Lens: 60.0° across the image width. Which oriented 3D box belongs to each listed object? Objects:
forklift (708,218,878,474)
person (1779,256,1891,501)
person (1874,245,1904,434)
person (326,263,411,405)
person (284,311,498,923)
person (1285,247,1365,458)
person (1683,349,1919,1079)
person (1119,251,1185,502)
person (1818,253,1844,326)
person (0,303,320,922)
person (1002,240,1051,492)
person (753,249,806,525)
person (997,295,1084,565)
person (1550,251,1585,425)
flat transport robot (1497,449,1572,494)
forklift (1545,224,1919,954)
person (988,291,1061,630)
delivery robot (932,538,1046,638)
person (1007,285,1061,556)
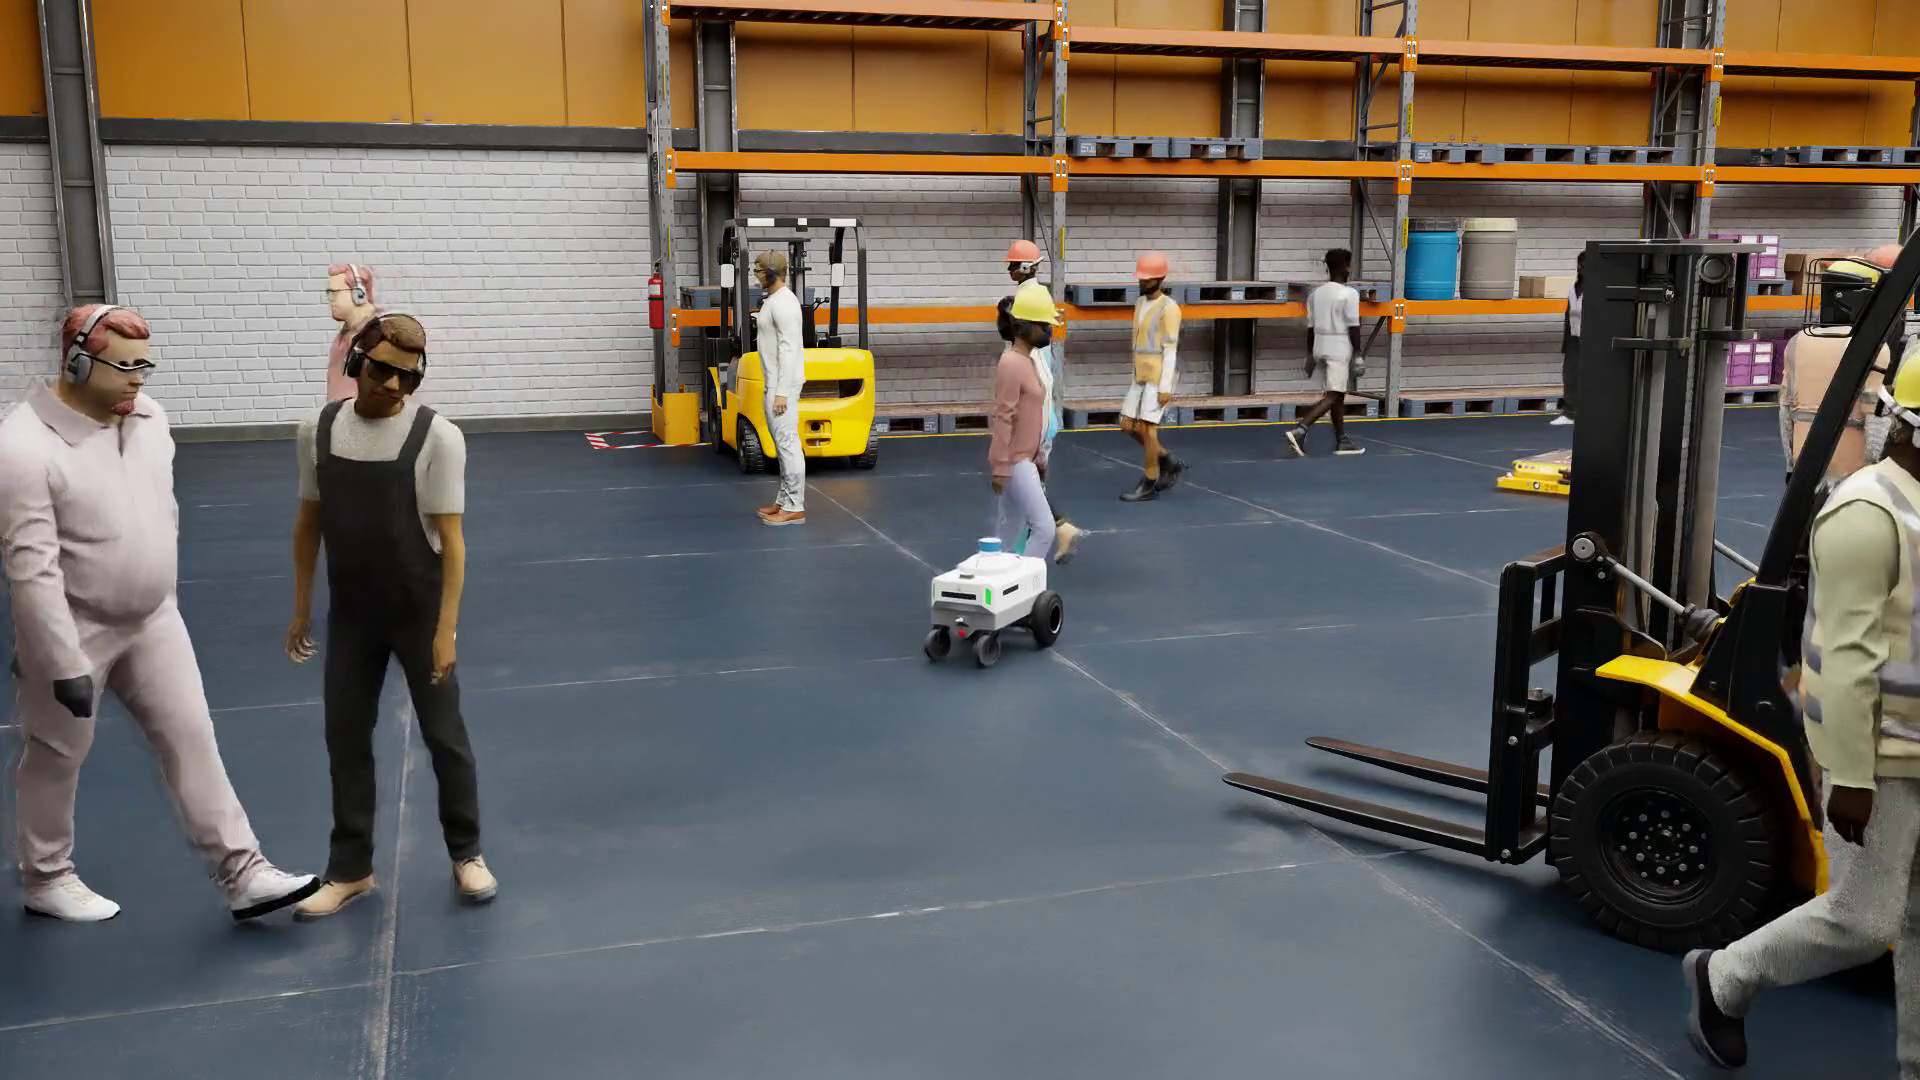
[{"bbox_3d":[-1.522,-1.778,14.899,1.214,2.155,2.313,-3,11,-17],"label":"forklift"},{"bbox_3d":[4.178,-0.379,7.955,0.359,1.930,0.588,-4,11,-19],"label":"person"},{"bbox_3d":[6.037,-0.899,10.707,0.947,1.956,0.658,6,12,31],"label":"person"},{"bbox_3d":[-3.079,-0.470,8.564,0.476,1.887,0.681,-9,13,-39],"label":"person"},{"bbox_3d":[-1.710,0.231,4.966,0.596,1.817,0.407,1,10,8],"label":"person"},{"bbox_3d":[3.378,-1.716,15.283,0.904,1.941,0.604,-4,11,-23],"label":"person"},{"bbox_3d":[2.078,0.447,3.736,0.627,1.814,0.674,-7,13,-35],"label":"person"},{"bbox_3d":[1.477,-1.235,12.685,0.487,1.916,0.576,-4,11,-21],"label":"person"},{"bbox_3d":[8.000,-1.676,15.209,0.372,1.876,0.606,3,11,17],"label":"person"},{"bbox_3d":[-2.371,0.253,4.752,0.997,1.832,0.714,4,11,19],"label":"person"},{"bbox_3d":[0.526,-1.371,13.211,0.388,1.996,0.612,0,10,0],"label":"person"},{"bbox_3d":[-1.268,-1.072,11.732,0.359,1.936,0.632,-2,11,-10],"label":"person"},{"bbox_3d":[0.472,-0.626,10.019,0.543,1.681,0.540,5,11,24],"label":"person"},{"bbox_3d":[6.799,-2.165,17.882,0.751,1.883,0.636,-4,11,-19],"label":"person"},{"bbox_3d":[4.986,-0.564,13.516,0.652,0.197,1.431,9,14,41],"label":"flat transport robot"},{"bbox_3d":[2.909,0.117,4.508,2.313,2.155,1.214,9,14,40],"label":"forklift"},{"bbox_3d":[0.367,-0.389,8.494,0.590,1.740,0.545,2,11,12],"label":"person"},{"bbox_3d":[0.146,0.234,8.107,0.477,0.478,0.707,5,11,26],"label":"delivery robot"},{"bbox_3d":[0.384,-0.497,9.050,0.325,1.767,0.533,3,11,15],"label":"person"}]
